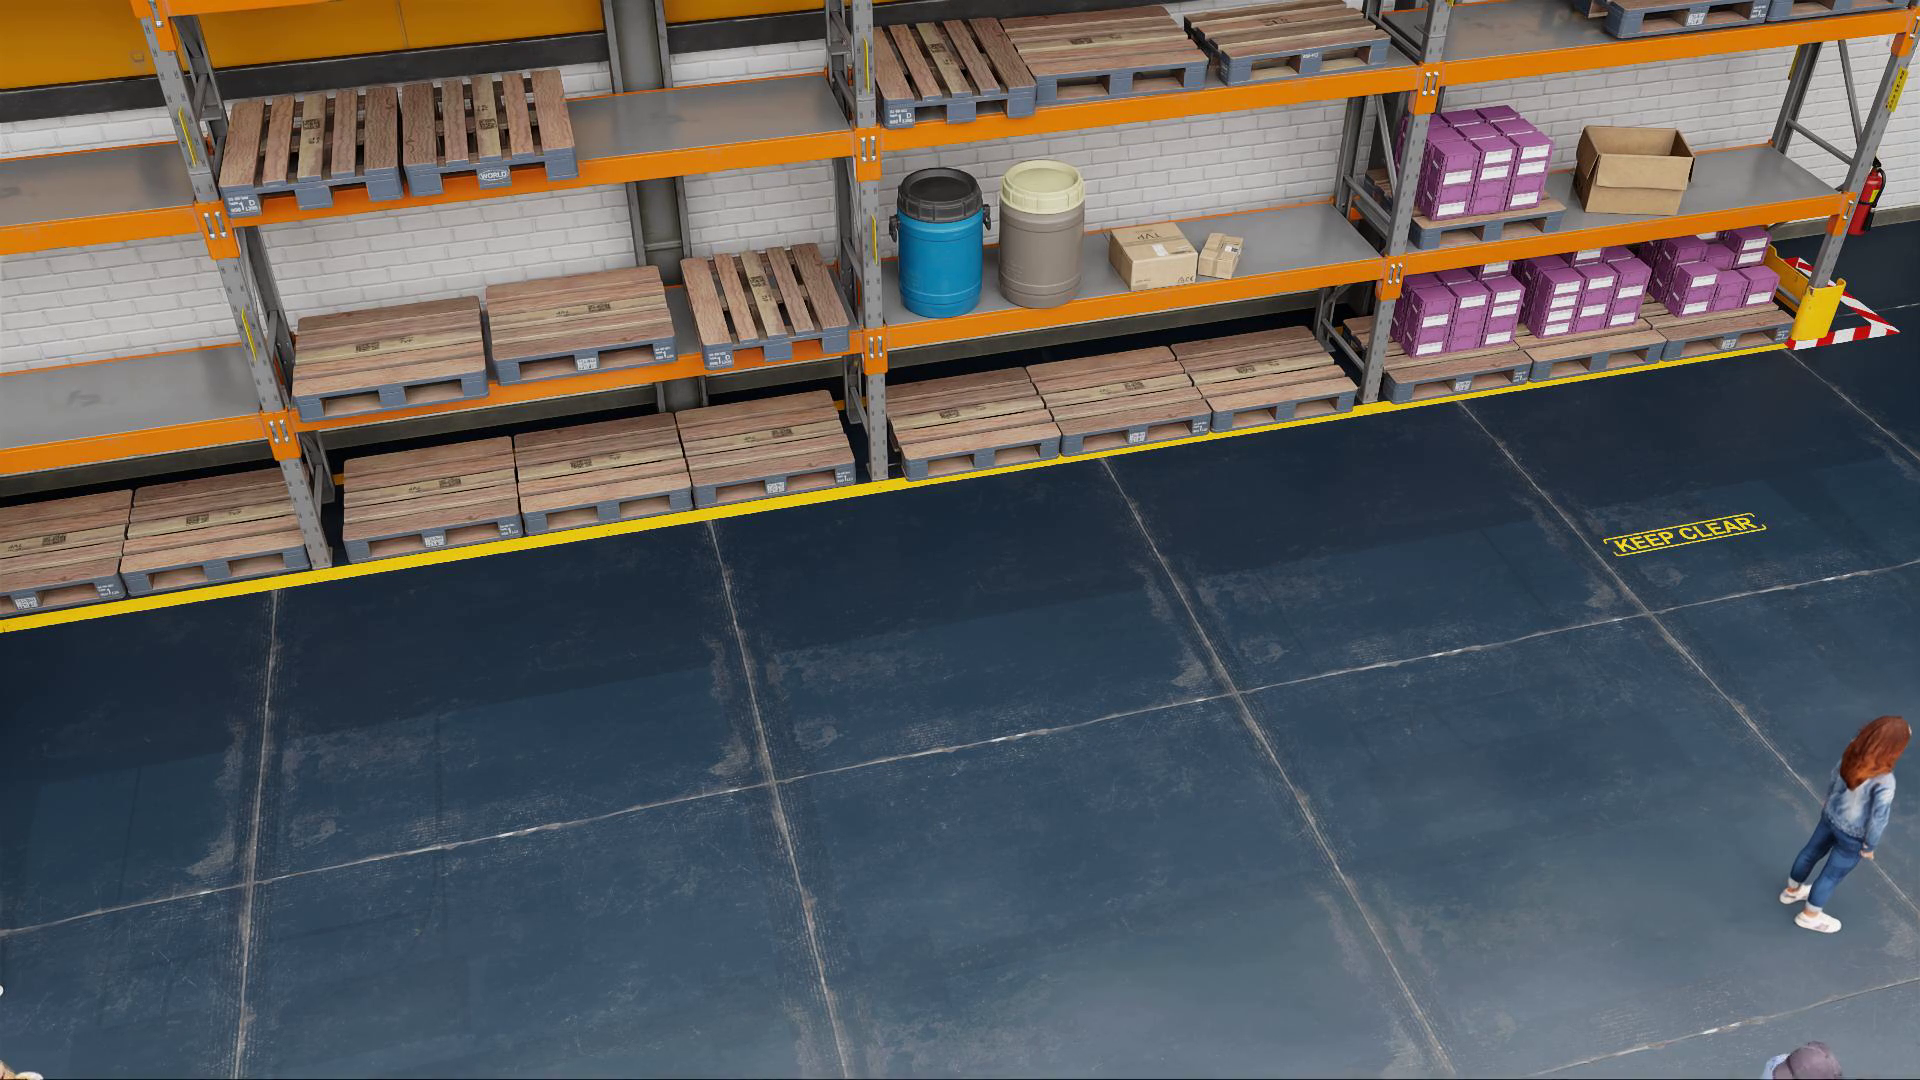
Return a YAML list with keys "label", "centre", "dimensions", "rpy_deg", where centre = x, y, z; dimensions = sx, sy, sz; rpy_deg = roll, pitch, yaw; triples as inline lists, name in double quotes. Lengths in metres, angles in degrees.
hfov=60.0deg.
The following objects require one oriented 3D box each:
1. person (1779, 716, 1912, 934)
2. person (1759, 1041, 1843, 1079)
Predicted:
- label: "person"
  centre: [4.707, 1.488, 8.830]
  dimensions: [0.538, 1.476, 0.596]
  rpy_deg: [-4, 39, -5]
- label: "person"
  centre: [3.437, 2.698, 7.004]
  dimensions: [1.007, 1.864, 0.779]
  rpy_deg: [-2, 39, -3]
